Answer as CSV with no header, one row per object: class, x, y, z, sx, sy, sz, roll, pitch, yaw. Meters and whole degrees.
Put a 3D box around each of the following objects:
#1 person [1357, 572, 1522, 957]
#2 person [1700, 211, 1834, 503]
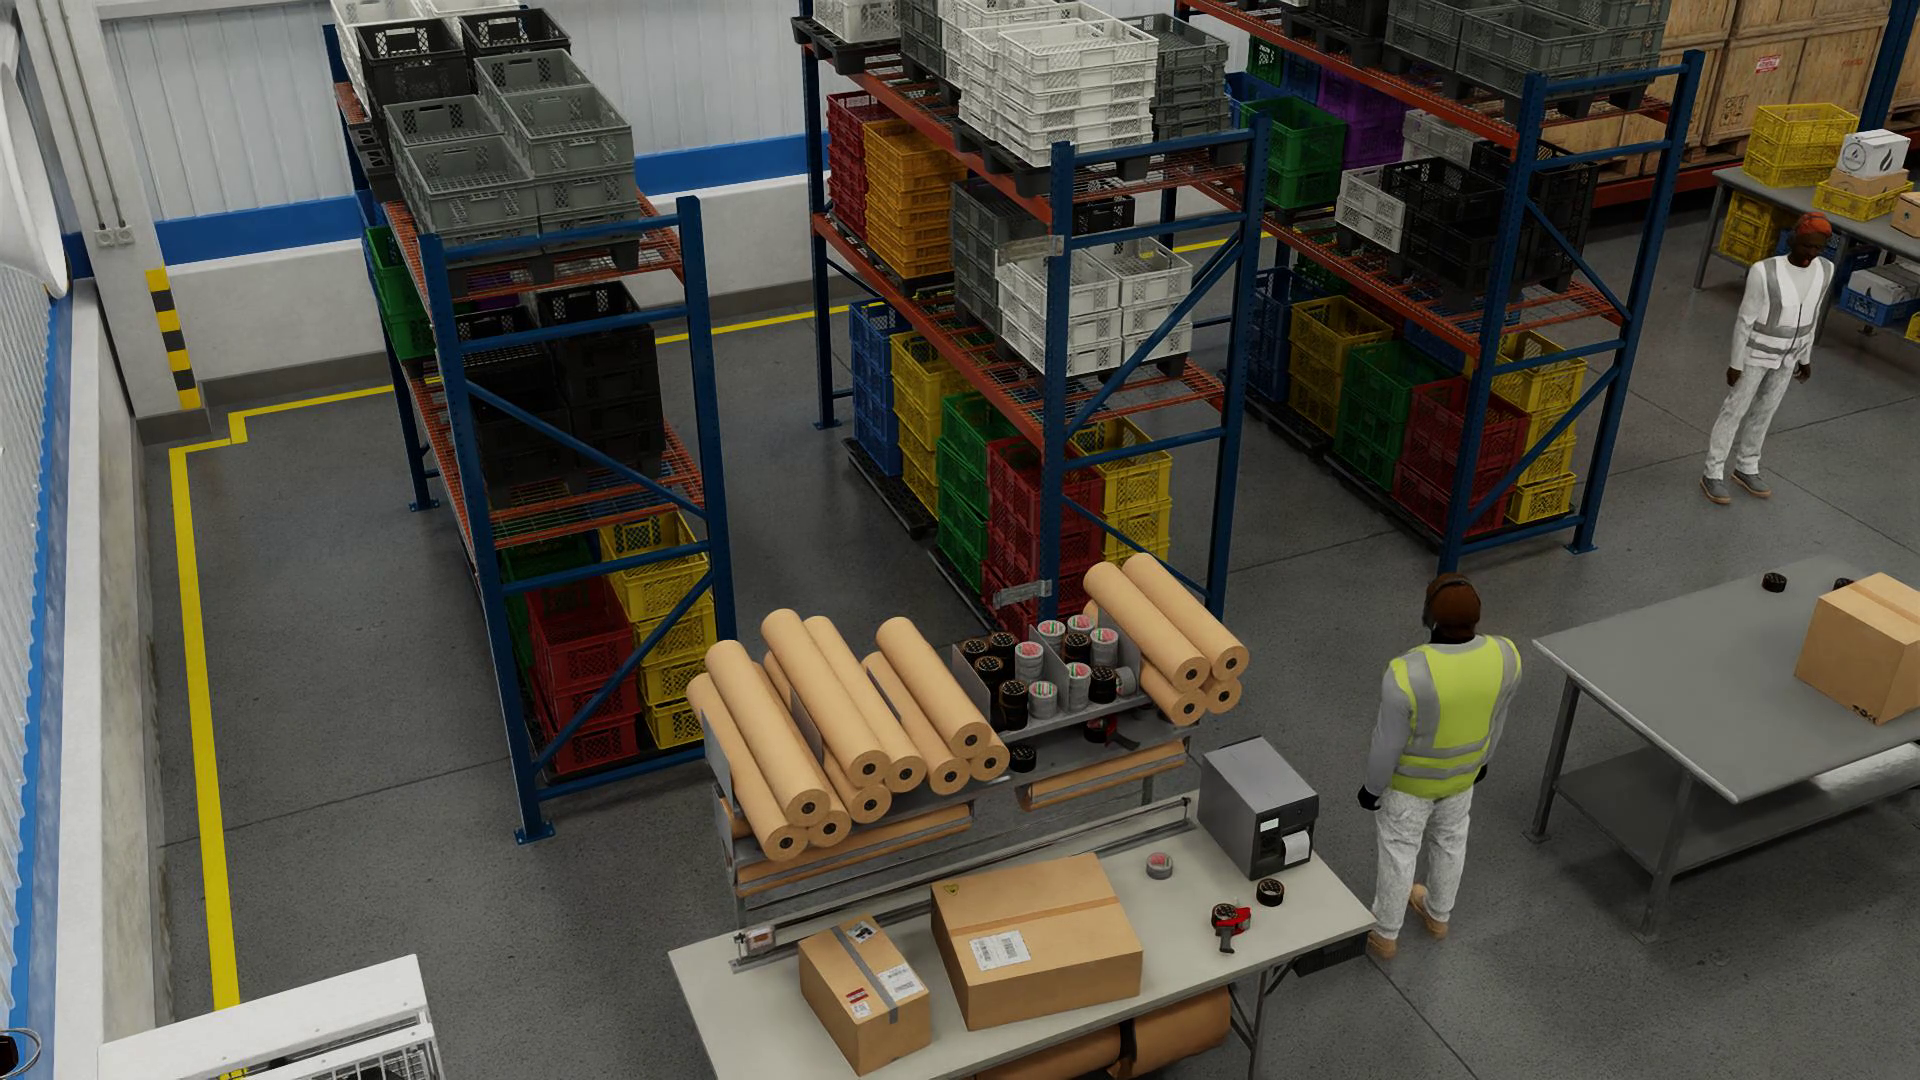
person,1.938,0.944,6.926,0.629,1.840,0.429,-11,33,-17
person,4.987,-1.120,10.235,0.572,1.886,0.354,-7,32,-12
